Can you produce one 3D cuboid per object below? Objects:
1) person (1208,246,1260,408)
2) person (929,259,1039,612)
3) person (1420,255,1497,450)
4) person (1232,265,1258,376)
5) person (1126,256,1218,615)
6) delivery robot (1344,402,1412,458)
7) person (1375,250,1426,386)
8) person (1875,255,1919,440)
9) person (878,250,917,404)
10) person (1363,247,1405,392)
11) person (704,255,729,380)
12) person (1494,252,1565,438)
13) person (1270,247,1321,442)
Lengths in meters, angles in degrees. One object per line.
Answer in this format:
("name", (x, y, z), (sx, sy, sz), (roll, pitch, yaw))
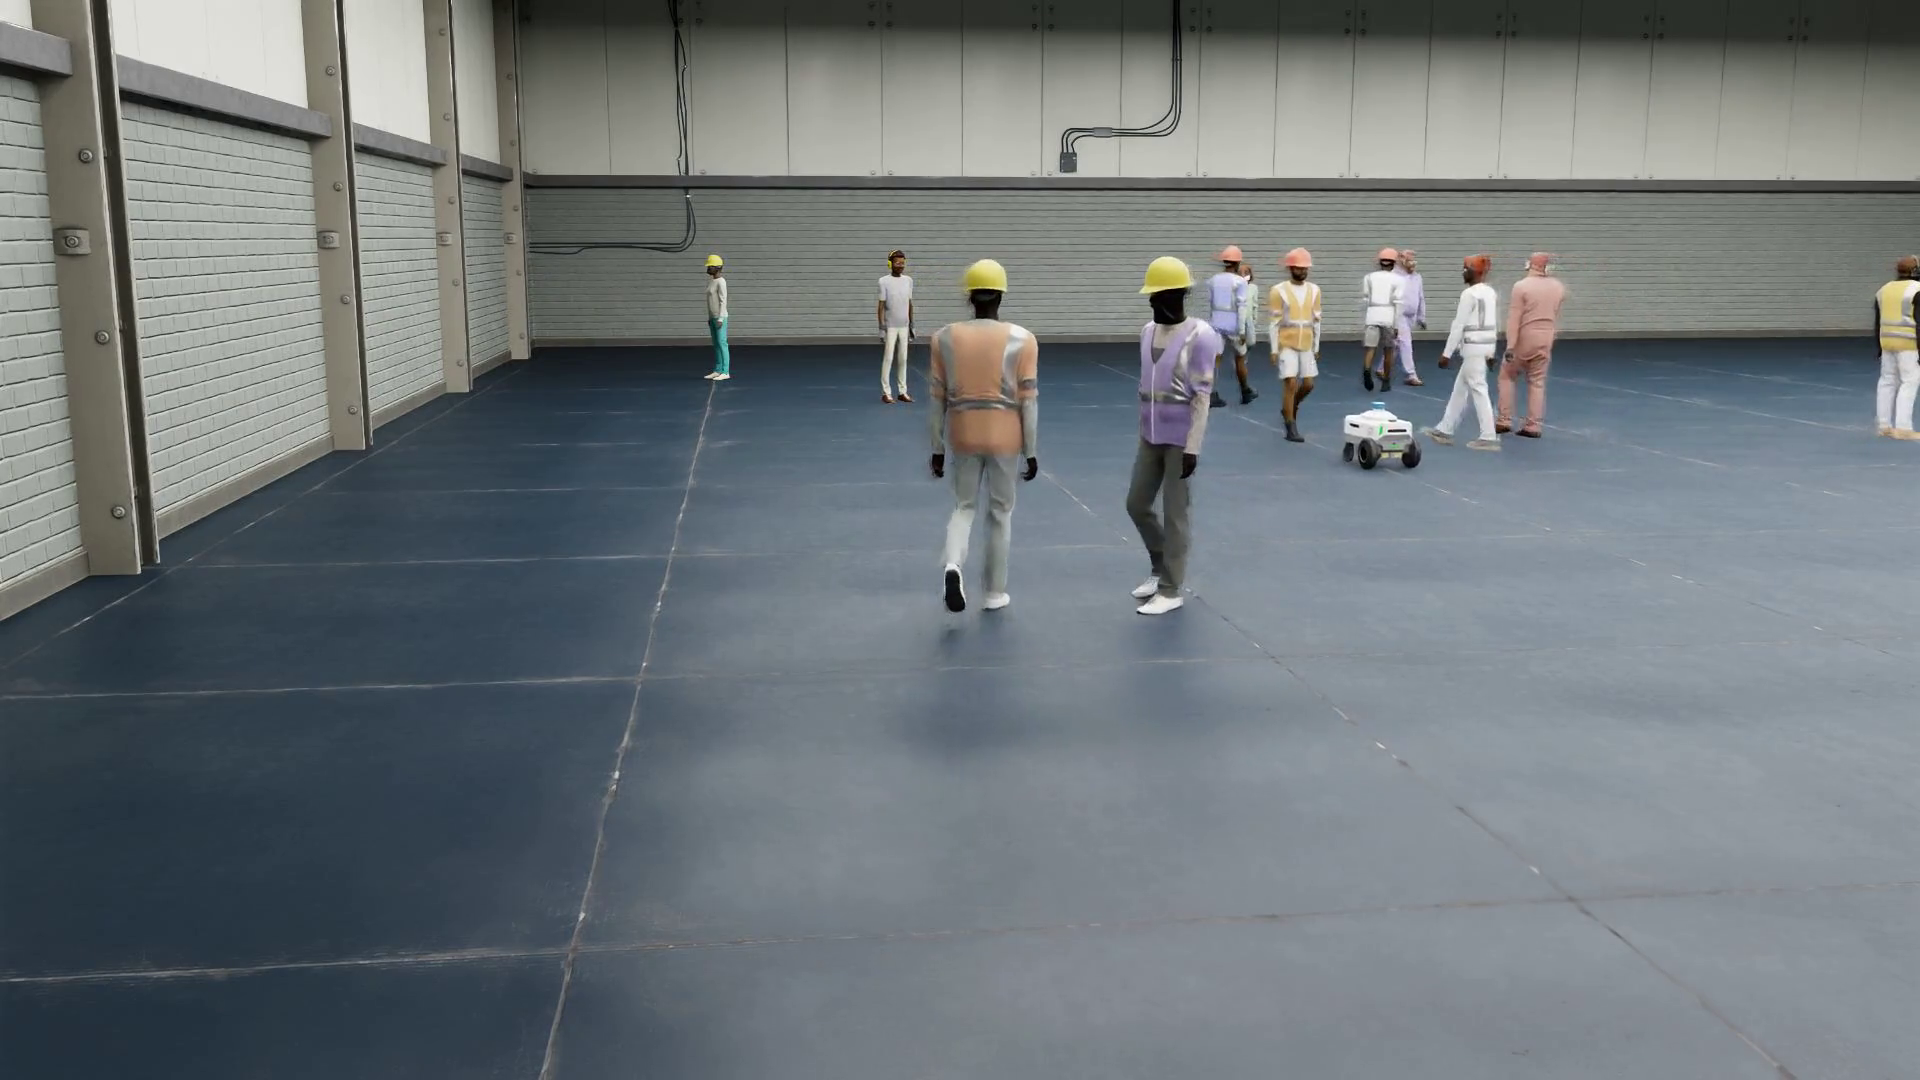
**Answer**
("person", (3.271, -2.548, 19.924), (0.569, 1.896, 0.930), (9, 13, 39))
("person", (0.117, -0.527, 8.829), (0.589, 1.907, 0.651), (3, 11, 15))
("person", (4.803, -1.796, 15.958), (0.917, 1.848, 0.580), (8, 13, 38))
("person", (4.100, -3.172, 24.099), (0.510, 1.622, 0.353), (-3, 11, -18))
("person", (1.113, -0.555, 8.957), (0.434, 1.921, 0.593), (-7, 13, -35))
("delivery robot", (3.705, -0.977, 14.748), (0.477, 0.478, 0.707), (-3, 11, -14))
("person", (6.084, -3.067, 22.919), (0.652, 1.856, 1.011), (-7, 12, -32))
("person", (9.498, -1.936, 16.734), (0.429, 1.844, 0.628), (-2, 11, -13))
("person", (-0.774, -2.593, 20.295), (0.509, 1.862, 0.312), (-8, 13, -36))
("person", (5.458, -2.843, 21.561), (0.531, 1.901, 0.814), (5, 11, 25))
("person", (-3.458, -3.151, 23.600), (0.308, 1.769, 0.524), (-5, 12, -27))
("person", (5.768, -1.985, 16.943), (0.671, 1.866, 0.661), (-4, 11, -19))
("person", (3.324, -1.949, 16.580), (0.549, 1.920, 0.553), (-2, 11, -12))
